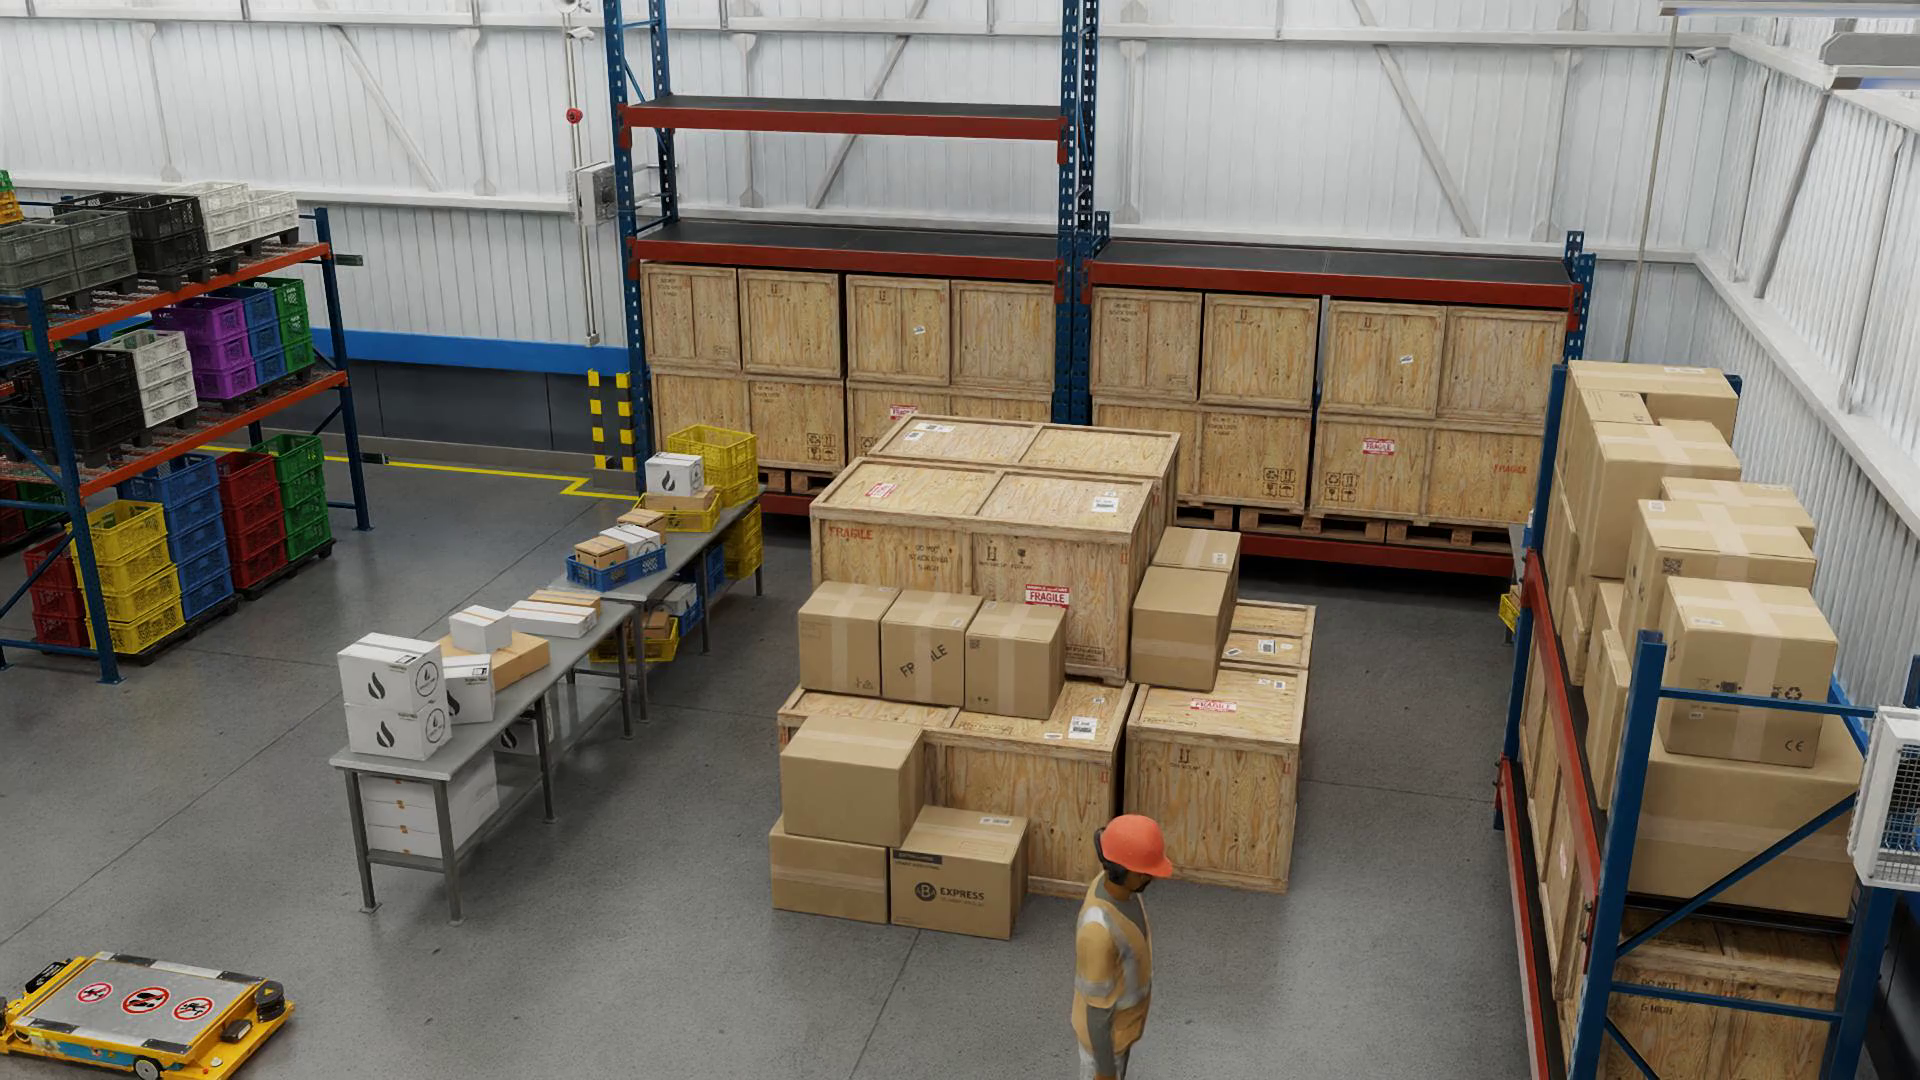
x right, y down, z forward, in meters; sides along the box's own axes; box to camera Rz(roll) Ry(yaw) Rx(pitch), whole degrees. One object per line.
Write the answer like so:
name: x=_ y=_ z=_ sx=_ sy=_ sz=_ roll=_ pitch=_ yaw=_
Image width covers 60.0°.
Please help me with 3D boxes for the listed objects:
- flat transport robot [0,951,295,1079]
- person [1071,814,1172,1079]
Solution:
flat transport robot: x=-4.270 y=2.464 z=8.601 sx=1.431 sy=0.231 sz=0.659 roll=5 pitch=22 yaw=13
person: x=0.679 y=2.080 z=7.135 sx=0.388 sy=2.034 sz=0.605 roll=5 pitch=22 yaw=13
